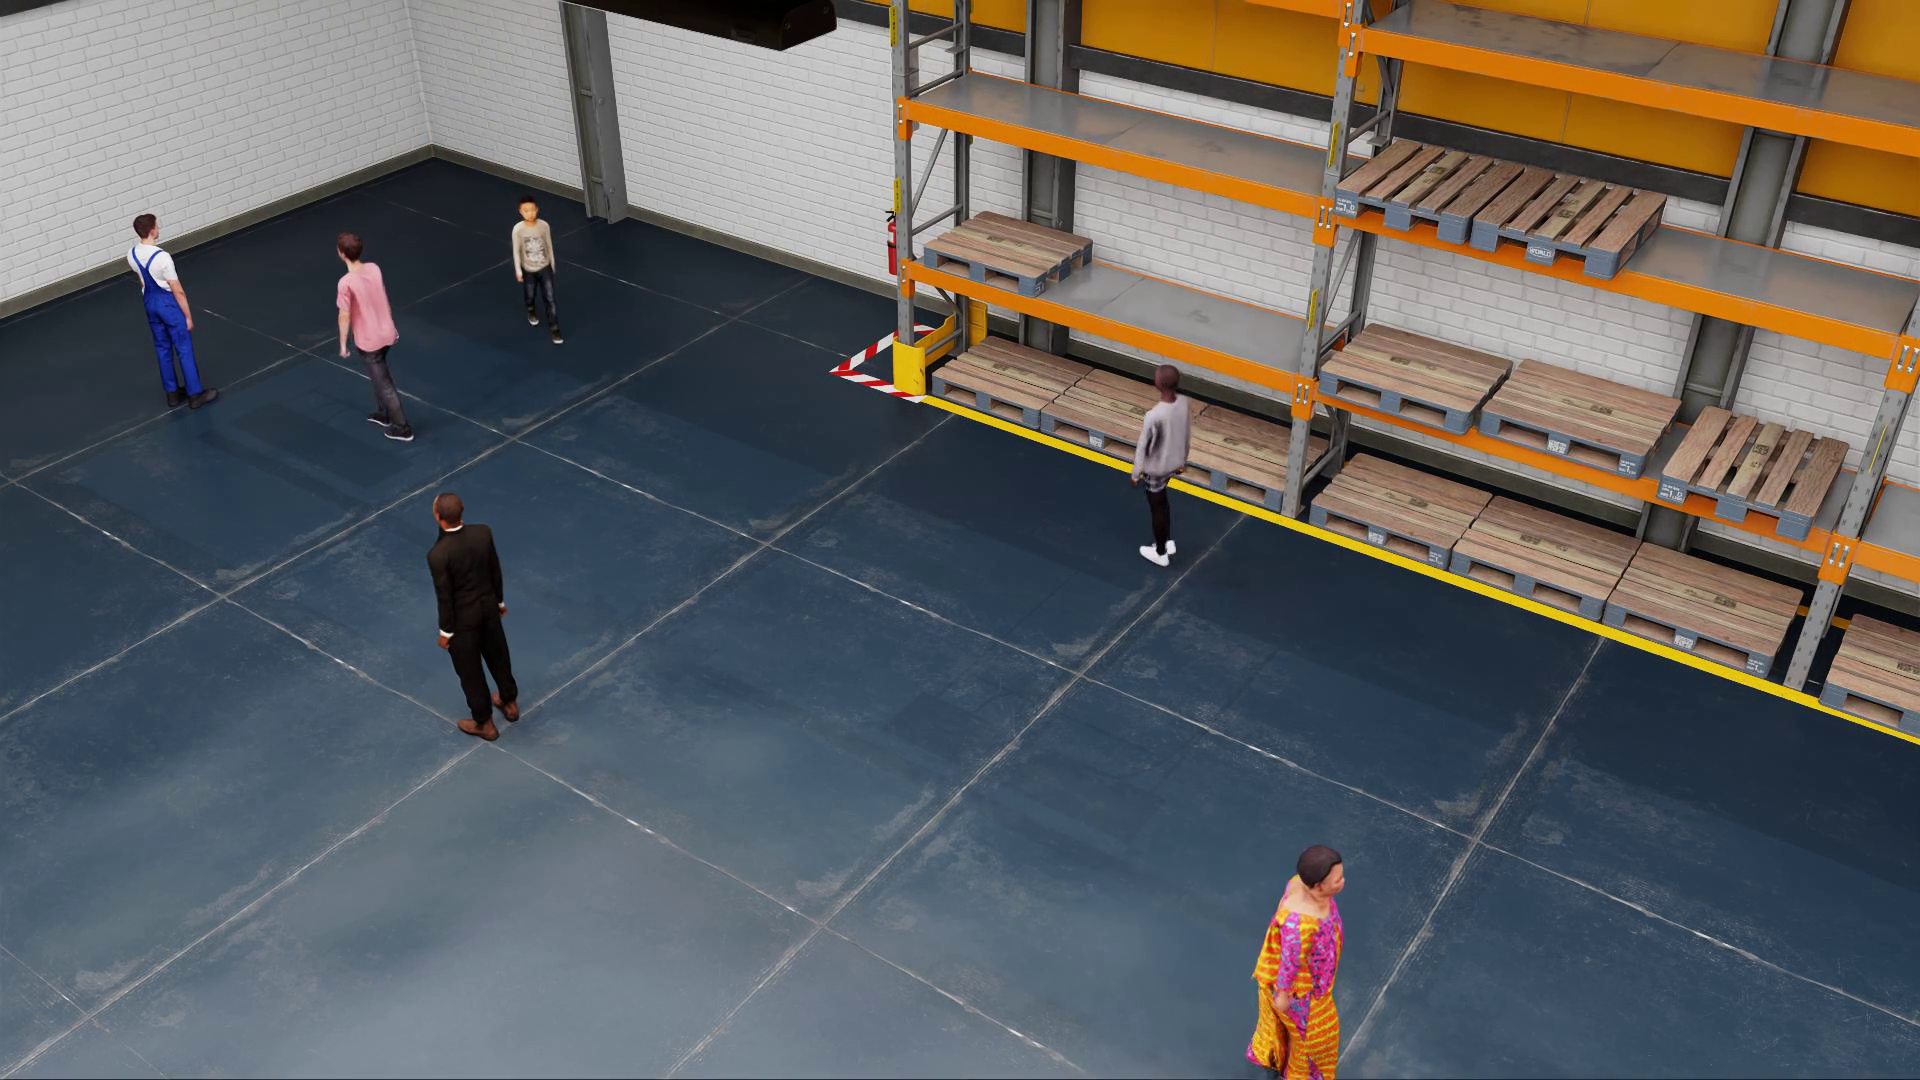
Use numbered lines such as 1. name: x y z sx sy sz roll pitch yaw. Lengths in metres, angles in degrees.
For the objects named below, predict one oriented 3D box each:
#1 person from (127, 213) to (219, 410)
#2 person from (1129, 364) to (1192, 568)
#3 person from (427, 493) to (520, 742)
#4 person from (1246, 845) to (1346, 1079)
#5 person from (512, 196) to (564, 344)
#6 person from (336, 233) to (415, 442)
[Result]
1. person: -7.222 -2.077 15.106 0.610 1.848 0.745 9 35 13
2. person: 1.633 -0.534 12.858 0.693 1.766 0.649 -27 42 -34
3. person: -3.283 0.499 11.179 0.591 1.904 0.673 22 39 29
4. person: 1.740 2.240 8.781 0.867 1.660 0.777 12 35 17
5. person: -4.206 -2.714 16.428 0.858 1.445 1.062 -15 36 -21
6. person: -5.036 -1.730 14.499 0.894 1.940 0.763 13 36 19
